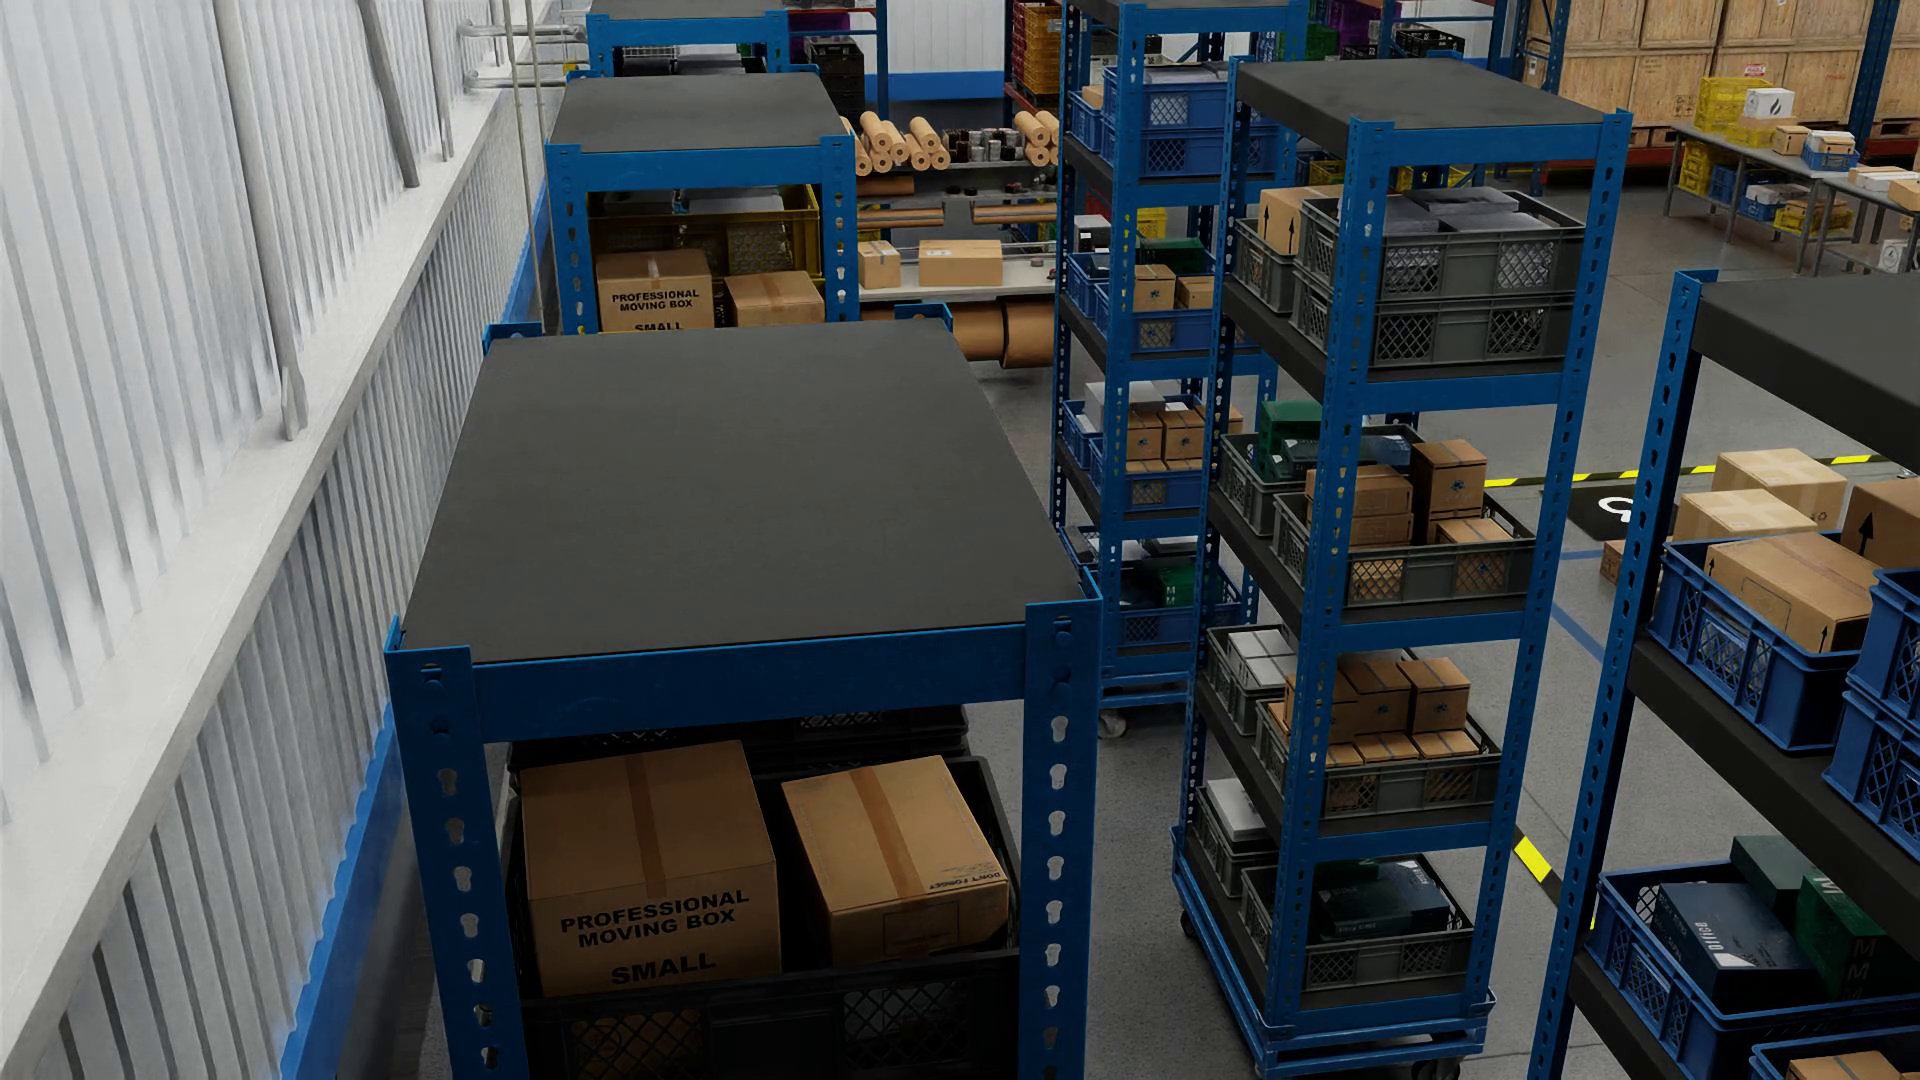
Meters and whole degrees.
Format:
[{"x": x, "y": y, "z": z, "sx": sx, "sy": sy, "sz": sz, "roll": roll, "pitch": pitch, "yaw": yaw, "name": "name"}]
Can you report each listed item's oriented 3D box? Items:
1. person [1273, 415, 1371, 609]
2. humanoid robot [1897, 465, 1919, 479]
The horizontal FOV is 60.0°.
[{"x": 1.781, "y": 0.185, "z": 8.002, "sx": 0.591, "sy": 1.852, "sz": 0.369, "roll": 0, "pitch": 25, "yaw": 0, "name": "person"}, {"x": 6.431, "y": -1.147, "z": 10.873, "sx": 0.735, "sy": 1.677, "sz": 0.533, "roll": -11, "pitch": 27, "yaw": -22, "name": "humanoid robot"}]
